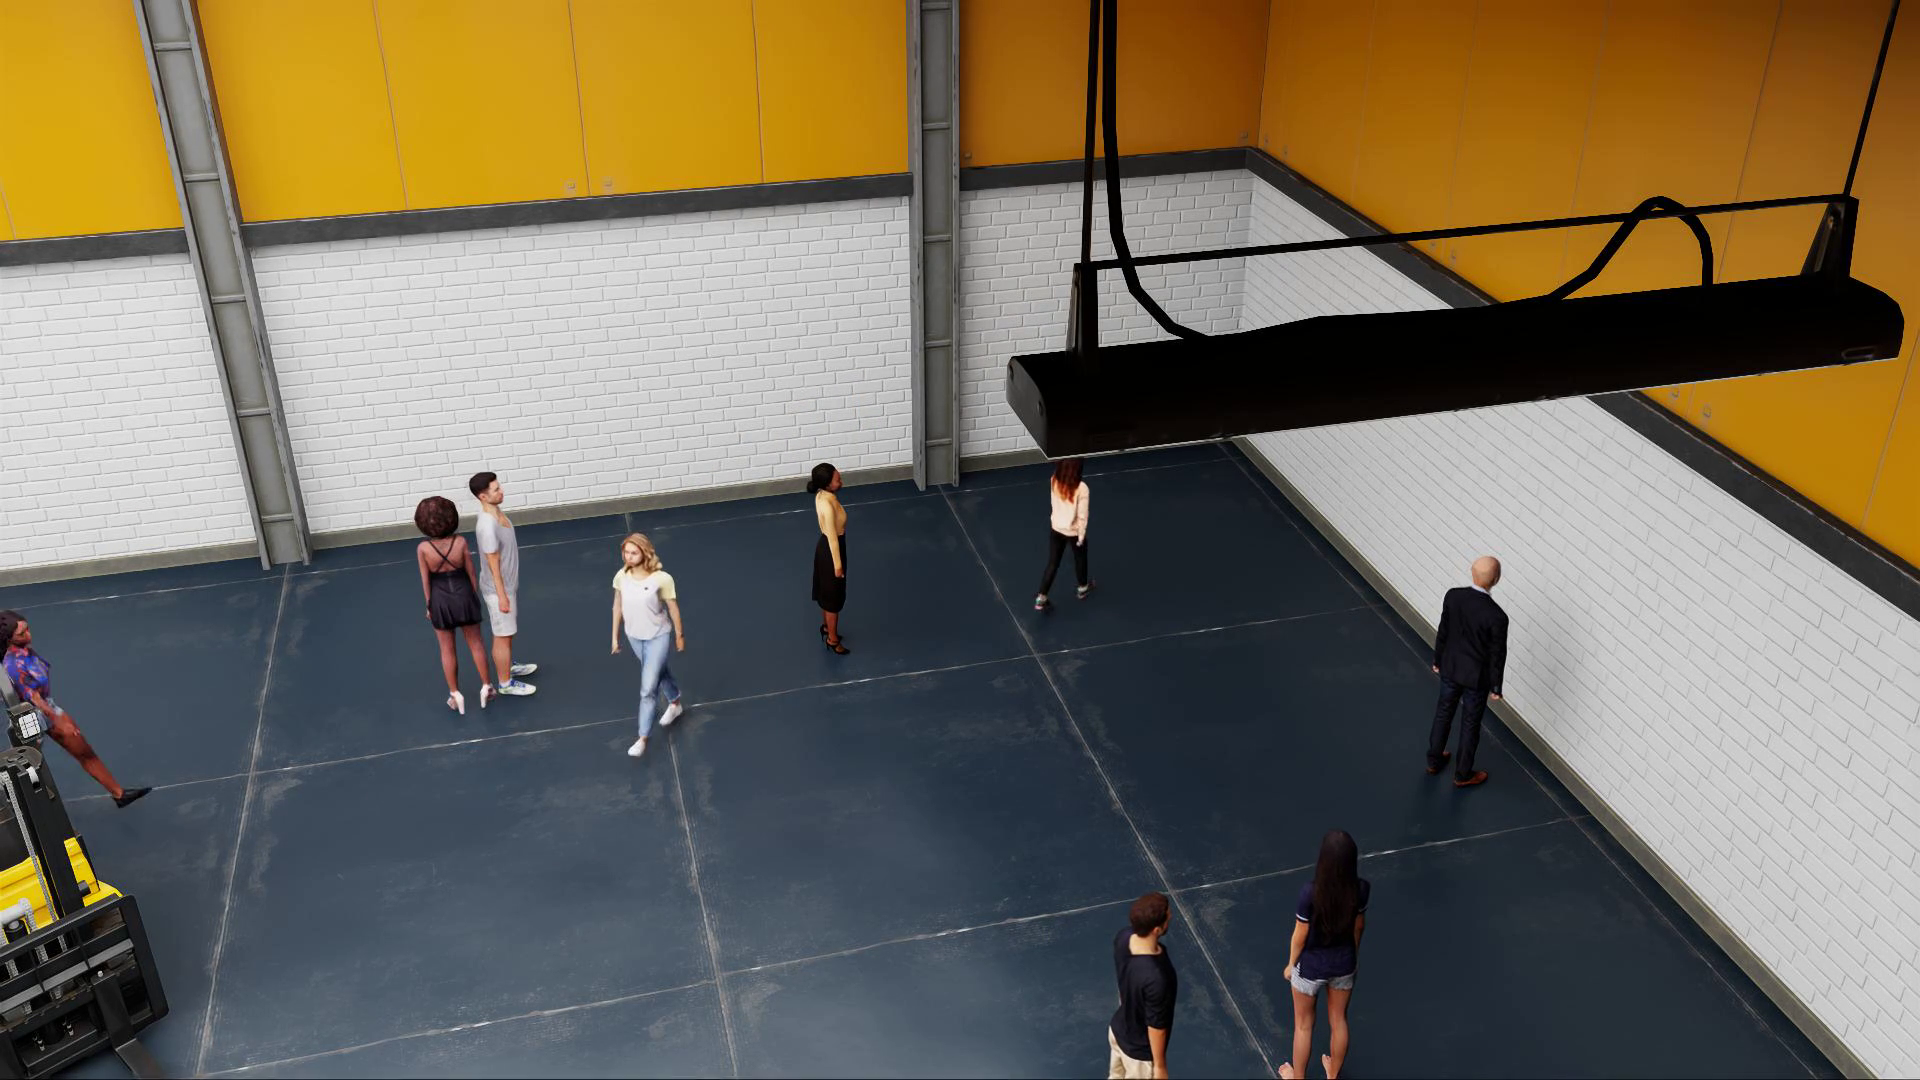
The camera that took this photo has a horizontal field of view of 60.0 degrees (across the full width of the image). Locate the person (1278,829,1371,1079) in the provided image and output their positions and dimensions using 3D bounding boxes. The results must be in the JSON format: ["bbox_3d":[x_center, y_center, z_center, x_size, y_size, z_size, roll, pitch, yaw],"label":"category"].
[{"bbox_3d":[1.999,2.329,9.121,0.495,1.766,0.650,-4,29,-8],"label":"person"}]

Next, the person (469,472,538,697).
[{"bbox_3d":[-3.527,0.315,12.722,0.562,1.853,0.697,-5,29,-10],"label":"person"}]

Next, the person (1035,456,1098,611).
[{"bbox_3d":[0.847,-0.071,13.840,0.906,1.460,1.020,20,34,32],"label":"person"}]

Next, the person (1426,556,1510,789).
[{"bbox_3d":[3.561,0.916,11.678,0.741,1.798,0.776,-22,36,-35],"label":"person"}]

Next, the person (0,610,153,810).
[{"bbox_3d":[-6.285,1.274,11.145,1.224,1.681,0.590,-8,30,-14],"label":"person"}]

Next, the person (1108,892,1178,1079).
[{"bbox_3d":[0.912,2.574,8.582,0.563,1.851,0.648,-9,30,-16],"label":"person"}]

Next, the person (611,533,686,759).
[{"bbox_3d":[-2.242,0.683,12.224,1.133,1.684,1.092,9,30,16],"label":"person"}]

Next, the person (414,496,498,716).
[{"bbox_3d":[-3.796,0.491,12.466,0.512,1.789,0.649,-11,31,-19],"label":"person"}]

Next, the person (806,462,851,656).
[{"bbox_3d":[-1.027,0.141,13.250,0.519,1.653,0.553,-7,29,-13],"label":"person"}]
